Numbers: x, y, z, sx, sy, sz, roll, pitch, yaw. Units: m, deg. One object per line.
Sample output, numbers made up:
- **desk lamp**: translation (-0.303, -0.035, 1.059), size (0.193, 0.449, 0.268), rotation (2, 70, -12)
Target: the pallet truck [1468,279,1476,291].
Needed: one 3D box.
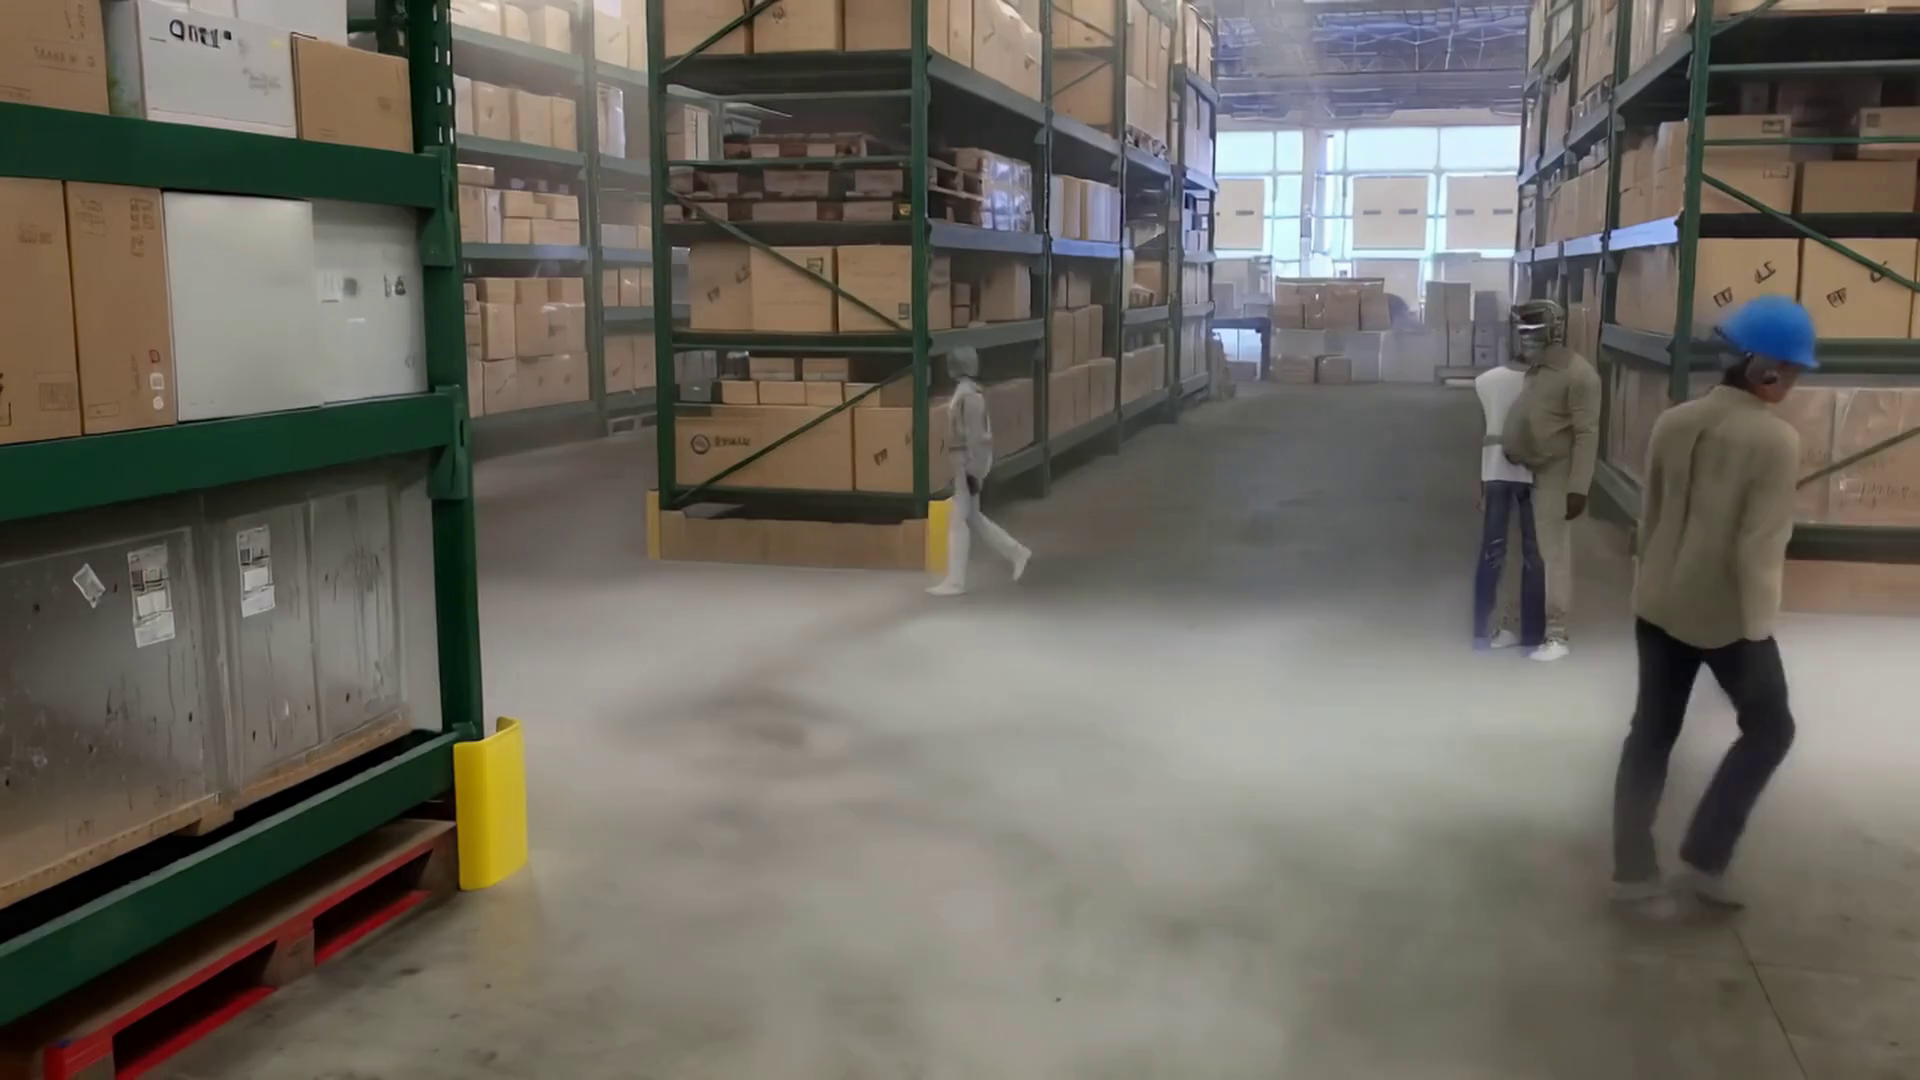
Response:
- **pallet truck**: translation (18.896, -8.459, 60.307), size (1.885, 1.965, 0.823), rotation (5, 10, 31)

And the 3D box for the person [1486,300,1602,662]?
- **person**: translation (3.055, -0.311, 8.836), size (0.401, 1.907, 0.648), rotation (-4, 10, -26)

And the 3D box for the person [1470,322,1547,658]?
- **person**: translation (3.003, -0.284, 8.897), size (0.566, 1.837, 0.392), rotation (7, 12, 40)

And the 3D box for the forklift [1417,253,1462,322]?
- **forklift**: translation (15.323, -7.665, 52.470), size (1.129, 2.768, 1.873), rotation (-2, 9, -14)

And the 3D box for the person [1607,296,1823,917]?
- **person**: translation (2.327, 0.231, 5.195), size (0.527, 1.958, 0.681), rotation (-4, 10, -23)

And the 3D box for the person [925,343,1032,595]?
- **person**: translation (0.120, -0.456, 10.667), size (0.661, 1.612, 0.532), rotation (-1, 9, -8)

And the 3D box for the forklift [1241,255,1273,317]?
- **forklift**: translation (10.551, -8.662, 58.805), size (1.129, 2.768, 1.873), rotation (2, 9, 15)
